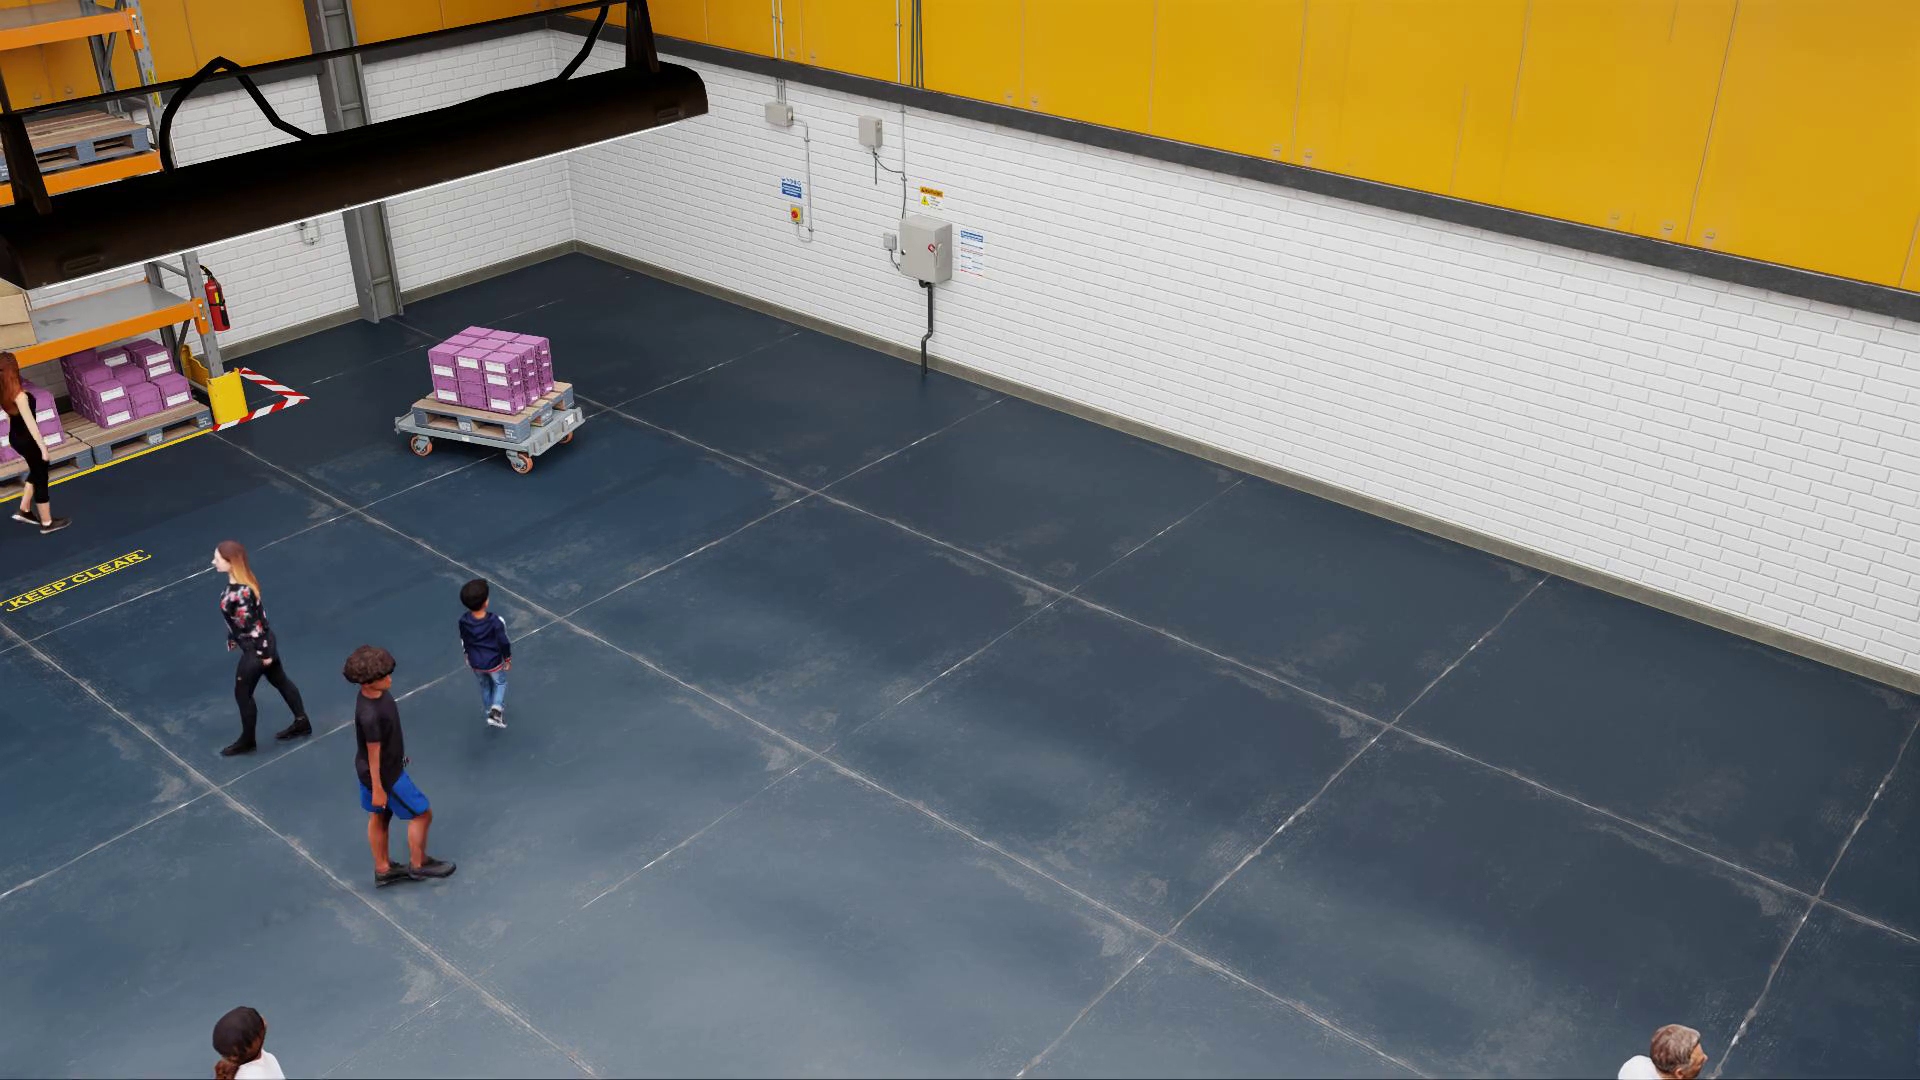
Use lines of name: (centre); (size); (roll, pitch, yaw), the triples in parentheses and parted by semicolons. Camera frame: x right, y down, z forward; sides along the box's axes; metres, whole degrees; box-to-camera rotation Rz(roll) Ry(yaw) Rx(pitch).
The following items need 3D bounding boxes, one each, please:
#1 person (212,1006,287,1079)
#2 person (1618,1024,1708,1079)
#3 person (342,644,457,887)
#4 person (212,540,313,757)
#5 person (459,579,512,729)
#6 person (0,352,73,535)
person: (-3.234, 2.857, 7.848); (0.546, 1.718, 0.606); (-25, 37, -37)
person: (3.114, 2.917, 7.631); (0.793, 1.820, 0.723); (-1, 29, -2)
person: (-3.694, 1.450, 10.369); (0.893, 1.774, 0.828); (-9, 30, -16)
person: (-4.908, 0.731, 11.805); (0.947, 1.660, 0.810); (-10, 30, -17)
person: (-3.450, 0.855, 12.041); (0.667, 1.216, 0.732); (2, 29, 3)
person: (-8.270, -0.820, 14.587); (0.595, 1.719, 0.652); (22, 36, 34)
